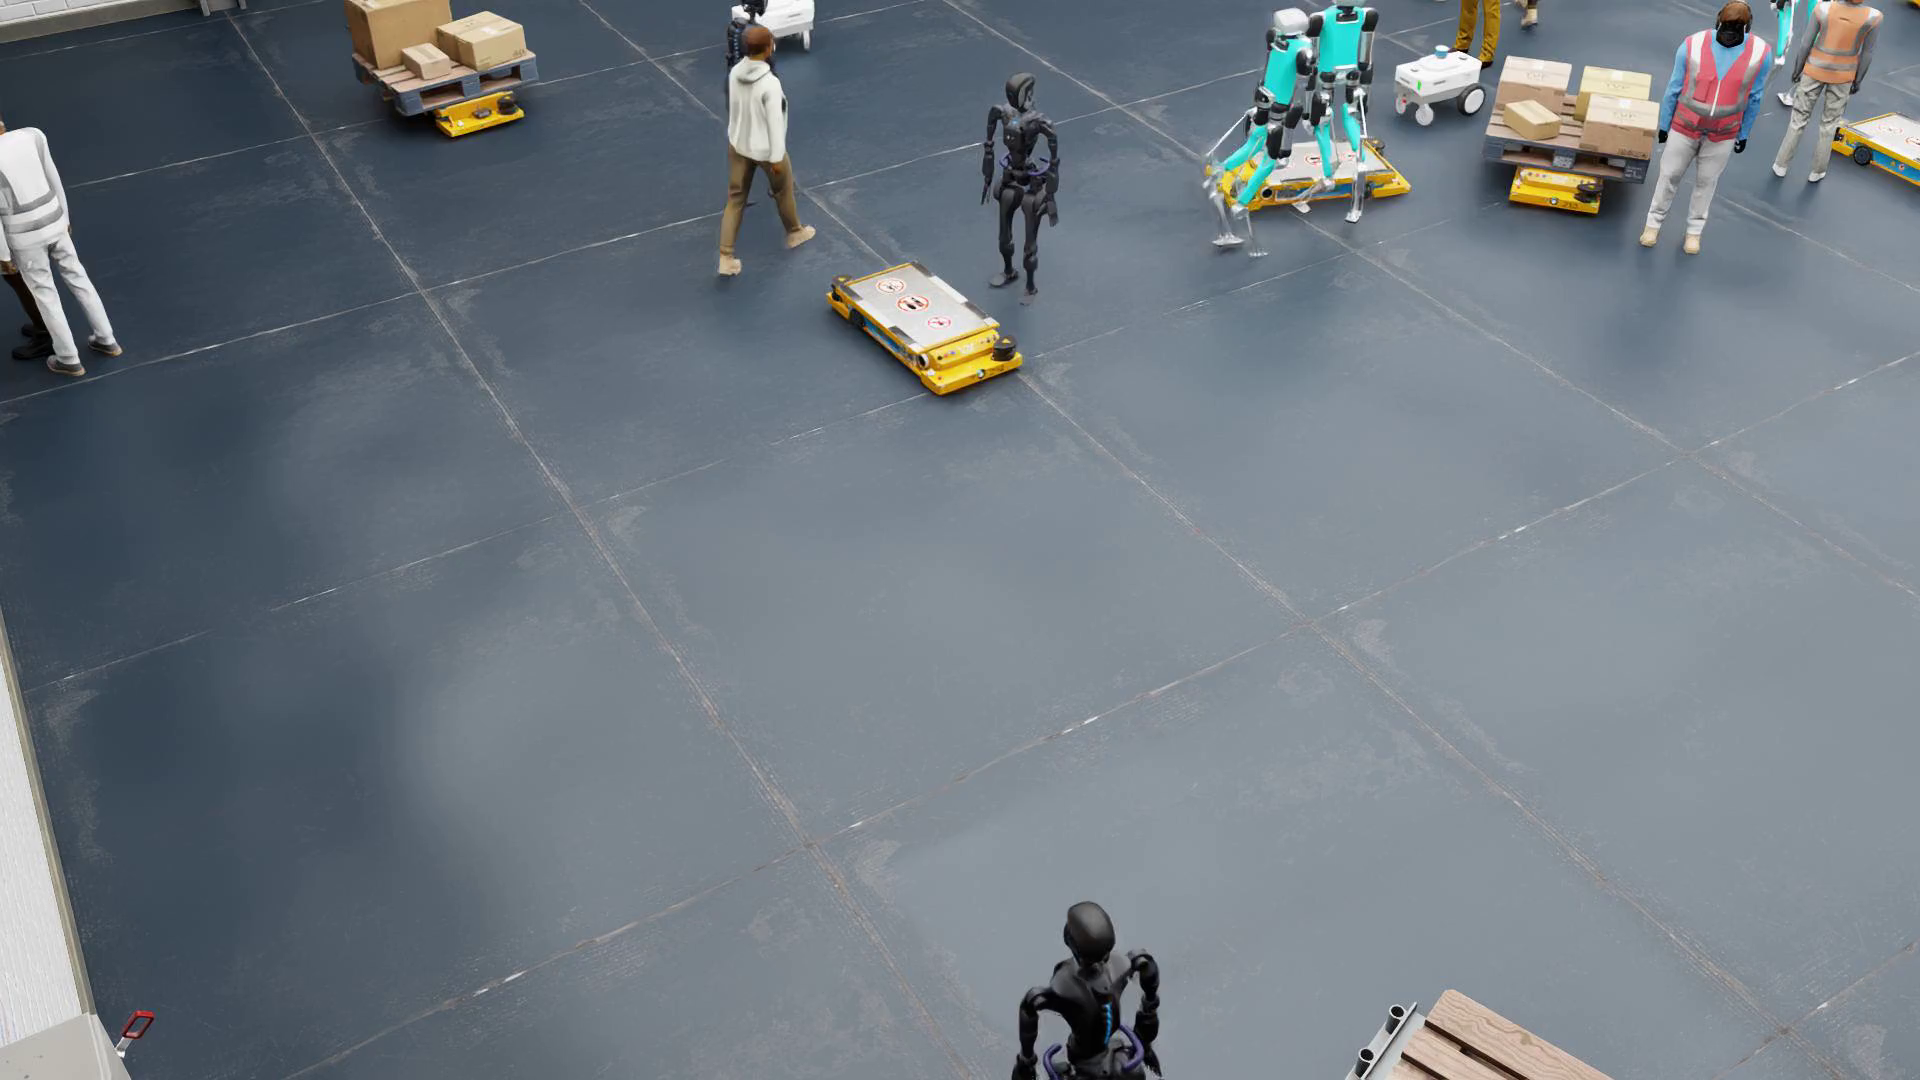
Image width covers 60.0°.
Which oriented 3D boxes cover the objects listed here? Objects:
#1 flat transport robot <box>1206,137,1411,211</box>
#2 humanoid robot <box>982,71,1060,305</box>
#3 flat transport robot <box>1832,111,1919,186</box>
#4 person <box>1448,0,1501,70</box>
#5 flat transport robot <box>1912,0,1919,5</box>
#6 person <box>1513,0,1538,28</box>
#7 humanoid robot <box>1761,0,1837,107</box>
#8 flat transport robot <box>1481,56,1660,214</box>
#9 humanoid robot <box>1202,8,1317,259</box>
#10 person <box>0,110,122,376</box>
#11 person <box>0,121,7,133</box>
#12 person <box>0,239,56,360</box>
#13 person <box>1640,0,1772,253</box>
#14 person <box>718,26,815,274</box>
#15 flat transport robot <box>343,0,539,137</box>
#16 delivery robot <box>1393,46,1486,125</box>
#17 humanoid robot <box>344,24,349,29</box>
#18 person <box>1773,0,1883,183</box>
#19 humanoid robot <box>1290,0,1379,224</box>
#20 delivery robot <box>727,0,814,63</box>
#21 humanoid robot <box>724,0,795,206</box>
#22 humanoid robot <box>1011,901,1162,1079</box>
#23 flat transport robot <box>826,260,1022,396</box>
[{"bbox_3d":[2.691,-2.829,12.862,1.431,0.231,0.659,-8,39,-10],"label":"flat transport robot"},{"bbox_3d":[0.419,-2.380,11.169,0.610,1.649,0.363,21,43,24],"label":"humanoid robot"},{"bbox_3d":[7.583,-2.990,13.064,0.659,0.231,1.431,-18,42,-21],"label":"flat transport robot"},{"bbox_3d":[4.519,-4.945,14.347,0.348,1.747,0.528,-18,42,-22],"label":"person"},{"bbox_3d":[9.876,-5.166,15.811,1.431,0.231,0.659,-9,39,-11],"label":"flat transport robot"},{"bbox_3d":[5.335,-5.560,15.190,0.530,1.657,0.841,-3,39,-4],"label":"person"},{"bbox_3d":[6.935,-4.353,13.635,0.539,1.829,0.682,8,39,10],"label":"humanoid robot"},{"bbox_3d":[4.740,-2.994,13.070,0.659,0.231,1.431,13,40,16],"label":"flat transport robot"},{"bbox_3d":[1.985,-2.779,11.633,0.794,1.793,0.541,-13,40,-15],"label":"humanoid robot"},{"bbox_3d":[-5.790,-1.908,10.415,0.352,1.871,0.574,18,42,21],"label":"person"},{"bbox_3d":[-7.994,-3.981,13.053,0.397,1.837,0.563,8,39,10],"label":"person"},{"bbox_3d":[-6.137,-2.062,10.547,0.339,1.942,0.550,-7,39,-8],"label":"person"},{"bbox_3d":[5.231,-2.894,11.691,0.628,1.836,0.431,13,40,16],"label":"person"},{"bbox_3d":[-1.432,-2.700,11.542,0.533,1.715,0.975,23,44,26],"label":"person"},{"bbox_3d":[-4.325,-3.801,14.087,0.659,0.231,1.431,-26,45,-29],"label":"flat transport robot"},{"bbox_3d":[3.998,-3.822,13.877,0.754,0.586,0.524,-18,42,-22],"label":"delivery robot"},{"bbox_3d":[-5.431,-5.463,15.065,0.693,1.626,0.601,-26,45,-29],"label":"humanoid robot"},{"bbox_3d":[6.579,-3.513,12.618,0.513,1.640,0.314,18,42,21],"label":"person"},{"bbox_3d":[2.766,-3.001,11.917,0.530,1.768,0.930,-9,39,-11],"label":"humanoid robot"},{"bbox_3d":[-1.698,-4.632,14.922,0.785,0.614,0.505,-22,43,-25],"label":"delivery robot"},{"bbox_3d":[-1.539,-3.265,12.303,0.526,1.636,0.612,-30,47,-32],"label":"humanoid robot"},{"bbox_3d":[0.486,1.907,5.769,0.611,1.628,0.638,-17,41,-20],"label":"humanoid robot"},{"bbox_3d":[-0.258,-1.454,11.126,0.659,0.231,1.431,-22,44,-26],"label":"flat transport robot"}]
